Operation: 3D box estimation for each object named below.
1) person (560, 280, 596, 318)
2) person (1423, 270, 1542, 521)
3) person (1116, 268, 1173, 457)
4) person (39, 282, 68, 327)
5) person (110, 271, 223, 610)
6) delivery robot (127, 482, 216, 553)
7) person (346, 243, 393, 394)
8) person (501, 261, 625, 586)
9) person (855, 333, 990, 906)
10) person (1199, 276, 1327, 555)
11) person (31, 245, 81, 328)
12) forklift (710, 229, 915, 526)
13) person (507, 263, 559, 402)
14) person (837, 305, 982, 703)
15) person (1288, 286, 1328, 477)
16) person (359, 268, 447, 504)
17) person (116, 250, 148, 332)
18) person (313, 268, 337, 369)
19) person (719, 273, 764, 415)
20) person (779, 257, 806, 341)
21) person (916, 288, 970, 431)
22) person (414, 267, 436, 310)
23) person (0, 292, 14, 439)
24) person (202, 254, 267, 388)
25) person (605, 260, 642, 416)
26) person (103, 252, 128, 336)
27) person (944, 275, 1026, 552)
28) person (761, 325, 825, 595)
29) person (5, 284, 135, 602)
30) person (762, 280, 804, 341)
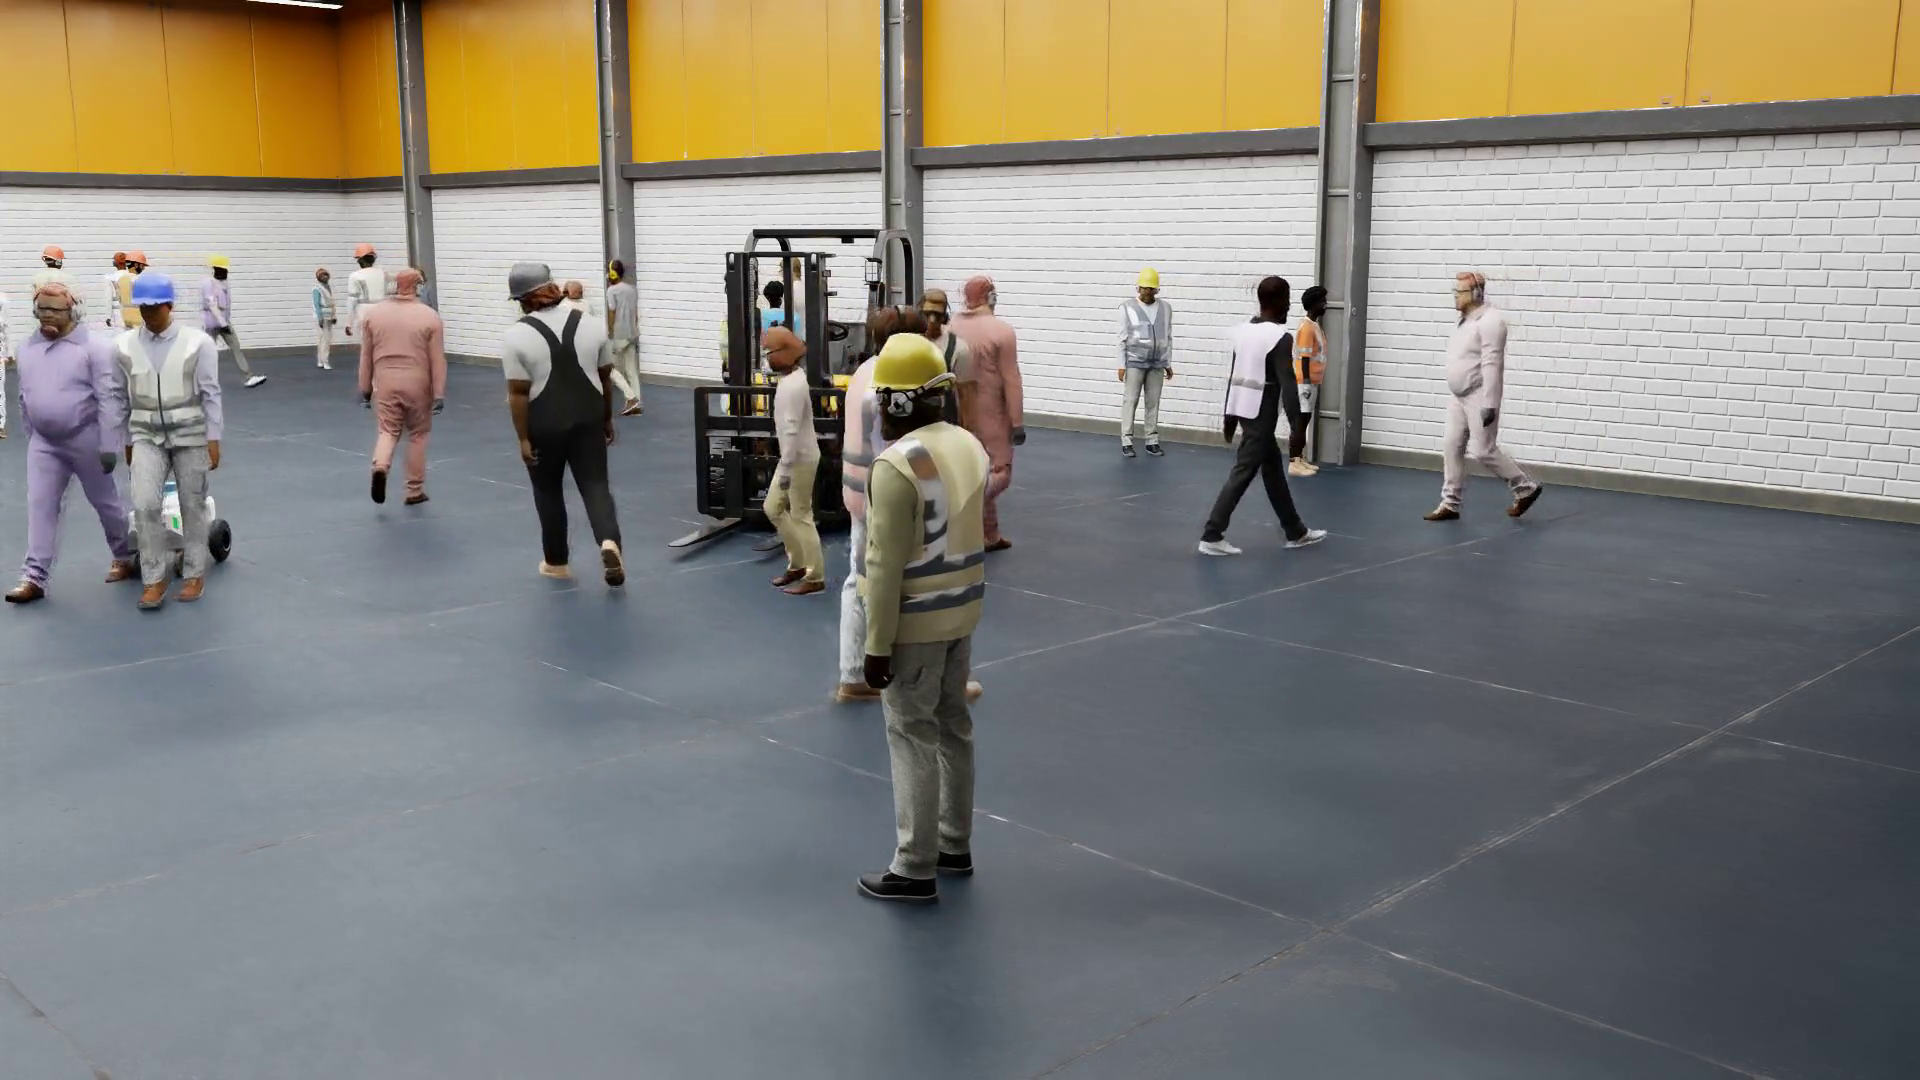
[{"bbox_3d":[-4.402,-2.172,19.121,0.375,1.625,0.510,9,13,39],"label":"person"},{"bbox_3d":[3.910,-1.057,12.373,0.776,1.880,0.659,-2,11,-13],"label":"person"},{"bbox_3d":[1.796,-1.711,16.072,0.594,1.820,0.403,-3,11,-18],"label":"person"},{"bbox_3d":[-10.690,-2.252,19.671,0.855,1.587,0.507,1,10,4],"label":"person"},{"bbox_3d":[-4.538,-0.562,9.511,0.609,1.926,0.691,-2,11,-12],"label":"person"},{"bbox_3d":[-5.045,-0.128,10.642,0.477,0.478,0.707,-1,10,-5],"label":"delivery robot"},{"bbox_3d":[-7.990,-2.980,22.477,0.597,2.038,0.638,8,13,38],"label":"person"},{"bbox_3d":[-2.384,-0.719,10.062,0.737,2.000,0.885,-6,12,-31],"label":"person"},{"bbox_3d":[-0.131,0.253,5.354,0.403,1.826,0.592,6,12,28],"label":"person"},{"bbox_3d":[2.043,-0.827,11.150,1.023,1.864,0.612,-3,11,-17],"label":"person"},{"bbox_3d":[-12.046,-2.928,22.234,0.622,1.993,0.384,1,10,4],"label":"person"},{"bbox_3d":[-1.050,-1.319,12.920,1.214,2.155,2.313,2,11,13],"label":"forklift"},{"bbox_3d":[-5.145,-2.461,20.239,0.917,1.807,0.630,-8,13,-39],"label":"person"},{"bbox_3d":[-0.221,-0.151,7.568,0.767,1.812,0.634,-4,11,-20],"label":"person"},{"bbox_3d":[3.092,-1.409,14.794,0.321,1.690,0.529,3,11,18],"label":"person"},{"bbox_3d":[-4.370,-1.176,13.008,0.697,1.874,0.663,0,10,1],"label":"person"},{"bbox_3d":[-11.123,-2.948,22.532,0.542,1.927,0.380,6,12,29],"label":"person"},{"bbox_3d":[-10.173,-3.527,26.558,0.459,1.610,0.584,1,10,8],"label":"person"},{"bbox_3d":[-2.072,-1.636,15.646,0.478,1.826,0.638,-2,11,-11],"label":"person"},{"bbox_3d":[-1.664,-1.904,16.823,0.372,1.934,0.627,4,11,22],"label":"person"},{"bbox_3d":[-0.178,-0.754,10.908,0.519,1.809,0.721,1,10,7],"label":"person"},{"bbox_3d":[-8.800,-3.627,27.071,0.513,1.622,0.405,-9,14,-40],"label":"person"},{"bbox_3d":[-10.392,-2.018,17.671,0.585,1.856,0.874,-8,13,-36],"label":"person"},{"bbox_3d":[-10.198,-3.003,23.001,1.030,1.862,0.581,3,11,14],"label":"person"},{"bbox_3d":[-3.986,-2.369,19.608,0.429,1.844,0.593,6,12,28],"label":"person"},{"bbox_3d":[-12.561,-3.390,25.059,0.337,1.882,0.584,10,14,43],"label":"person"},{"bbox_3d":[0.097,-0.800,10.999,0.755,1.875,0.666,-10,14,-44],"label":"person"},{"bbox_3d":[-0.991,-0.454,9.781,0.440,1.606,0.543,-2,11,-9],"label":"person"},{"bbox_3d":[-5.318,-0.595,9.937,0.648,1.851,1.013,1,10,3],"label":"person"},{"bbox_3d":[-1.787,-1.680,16.251,0.530,1.693,0.321,-1,10,-5],"label":"person"}]
